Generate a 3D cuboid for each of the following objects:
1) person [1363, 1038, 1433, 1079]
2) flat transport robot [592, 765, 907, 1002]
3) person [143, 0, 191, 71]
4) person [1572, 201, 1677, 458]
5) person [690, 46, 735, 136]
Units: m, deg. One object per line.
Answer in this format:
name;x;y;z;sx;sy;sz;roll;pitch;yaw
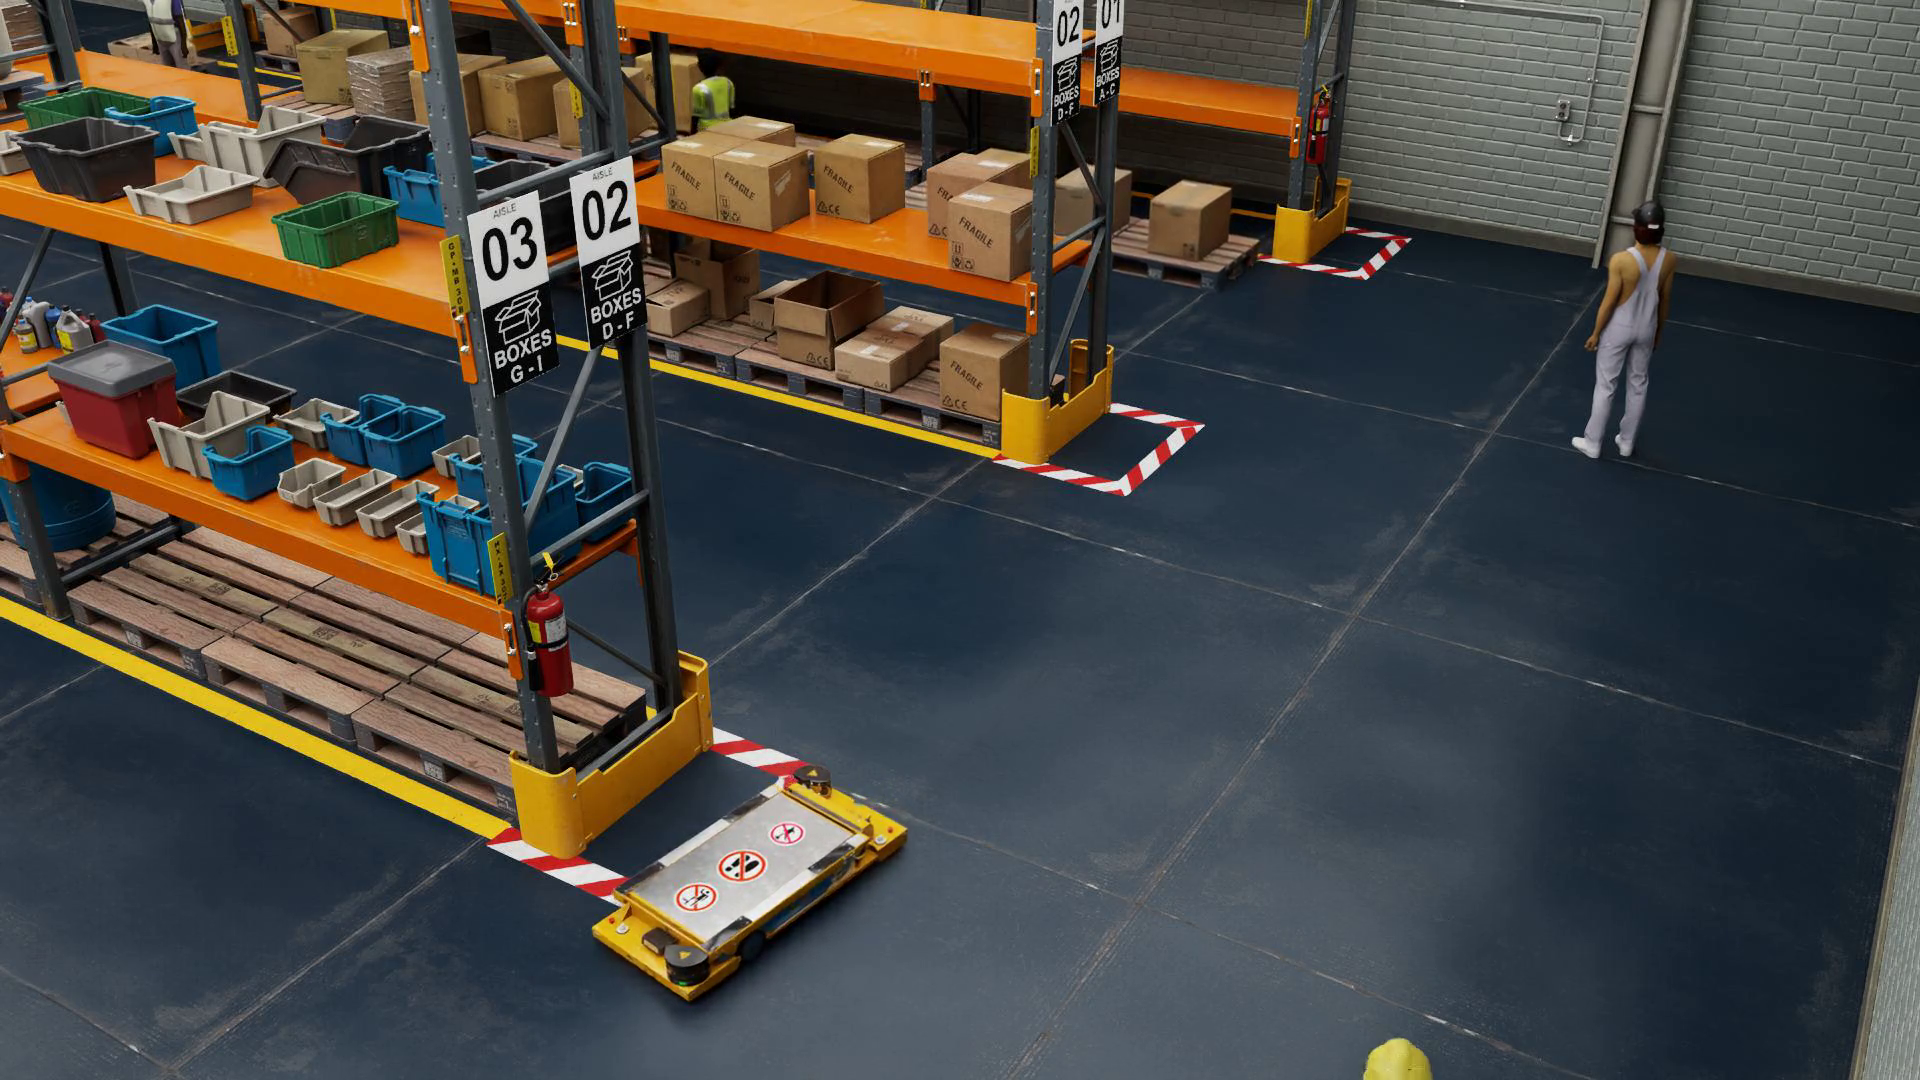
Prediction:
person;1.271;2.258;5.071;0.522;1.736;0.773;11;31;18
flat transport robot;-0.962;1.571;7.814;0.659;0.231;1.431;22;36;34
person;-9.253;-5.835;19.501;0.574;1.830;0.410;14;32;23
person;4.663;-1.466;11.627;0.505;1.863;0.373;-2;29;-4
person;-2.459;-3.981;16.329;0.502;1.681;0.535;16;33;27
